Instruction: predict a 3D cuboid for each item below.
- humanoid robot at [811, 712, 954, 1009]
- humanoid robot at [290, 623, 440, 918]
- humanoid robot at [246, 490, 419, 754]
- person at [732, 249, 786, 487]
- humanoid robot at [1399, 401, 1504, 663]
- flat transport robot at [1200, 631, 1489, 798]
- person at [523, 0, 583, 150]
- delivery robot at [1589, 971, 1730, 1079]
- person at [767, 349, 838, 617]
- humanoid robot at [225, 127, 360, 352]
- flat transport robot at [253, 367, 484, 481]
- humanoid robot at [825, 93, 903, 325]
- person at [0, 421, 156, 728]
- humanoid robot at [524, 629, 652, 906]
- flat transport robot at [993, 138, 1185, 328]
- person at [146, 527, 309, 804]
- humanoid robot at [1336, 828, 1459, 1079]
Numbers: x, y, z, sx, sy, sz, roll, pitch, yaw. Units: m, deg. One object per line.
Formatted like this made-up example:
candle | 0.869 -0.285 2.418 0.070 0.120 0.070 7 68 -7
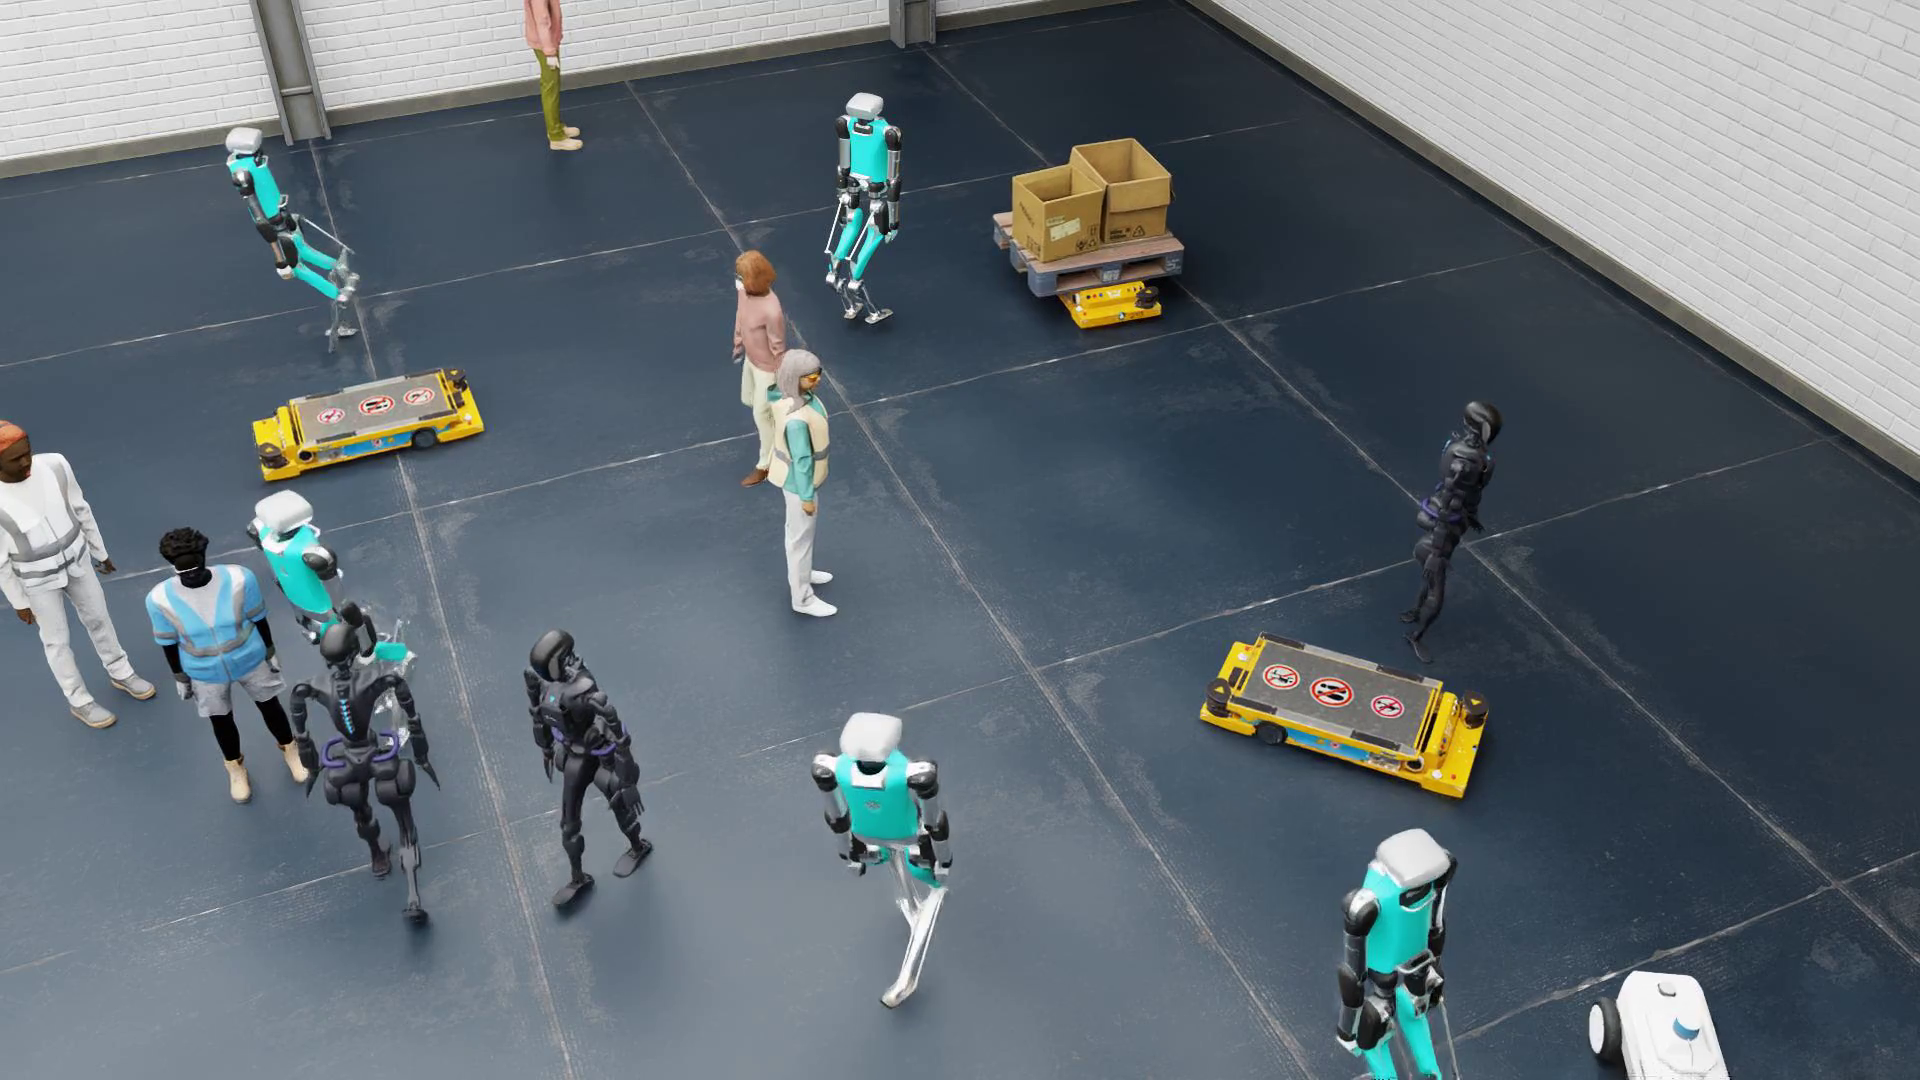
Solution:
humanoid robot | -0.273 1.261 7.408 0.556 1.720 0.941 6 38 8
humanoid robot | -2.770 1.085 7.728 0.607 1.638 0.671 -9 38 -11
humanoid robot | -3.076 0.385 8.592 0.540 1.798 0.816 21 42 25
person | -1.240 -1.136 10.641 0.540 1.617 0.519 -19 41 -23
humanoid robot | 2.694 -0.087 9.227 0.381 1.645 0.593 24 43 28
flat transport robot | 2.096 0.926 9.068 1.431 0.231 0.659 15 40 19
person | -3.636 -4.372 14.678 0.364 1.836 0.520 -7 38 -9
delivery robot | 3.050 2.231 7.139 0.499 0.600 0.802 4 38 5
person | -0.915 -0.336 9.526 0.369 1.710 0.467 -3 38 -4
humanoid robot | -4.610 -2.084 11.798 0.762 1.798 0.567 -6 38 -8
flat transport robot | -4.031 -0.803 11.318 1.431 0.231 0.659 -15 40 -19
humanoid robot | -0.765 -2.306 11.958 0.533 1.681 0.735 20 42 24
person | -4.744 0.170 8.733 0.352 1.879 0.575 19 42 23
humanoid robot | -1.735 1.049 7.762 0.593 1.641 0.575 17 41 21
flat transport robot | 0.998 -2.118 13.030 0.659 0.231 1.431 -12 39 -15
person | -3.662 0.619 8.300 0.529 1.690 0.318 -16 40 -20
humanoid robot | 1.823 1.963 6.529 0.531 1.797 0.796 -22 43 -26
